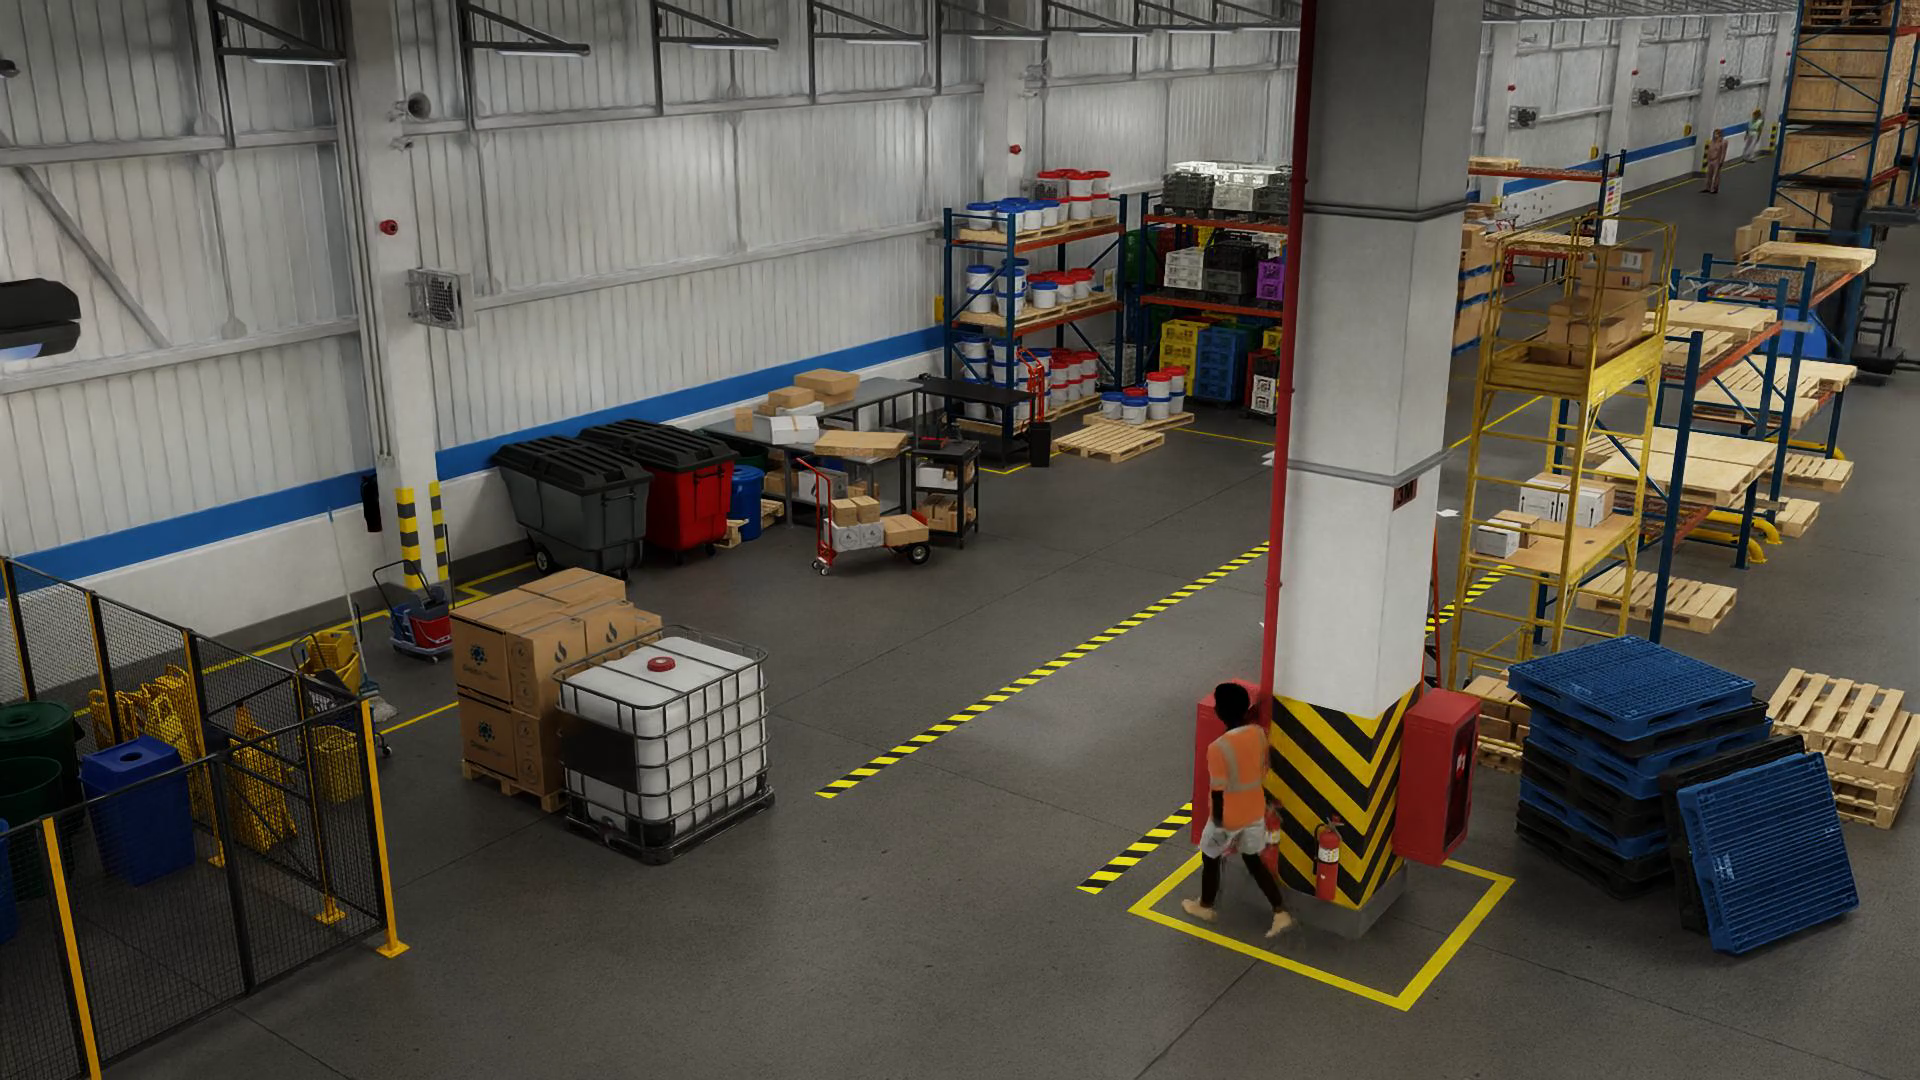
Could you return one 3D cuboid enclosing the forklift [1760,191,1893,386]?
[{"bbox_3d":[13.500,-3.943,25.686,1.873,2.768,1.129,13,22,34],"label":"forklift"}]

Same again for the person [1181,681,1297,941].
[{"bbox_3d":[1.769,1.703,10.332,0.540,1.661,0.760,-15,23,-38],"label":"person"}]

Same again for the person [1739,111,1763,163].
[{"bbox_3d":[28.242,-14.366,59.305,0.501,1.811,0.682,-8,20,-23],"label":"person"}]

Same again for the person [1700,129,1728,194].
[{"bbox_3d":[22.706,-11.396,50.055,0.407,1.902,0.639,-7,19,-20],"label":"person"}]
